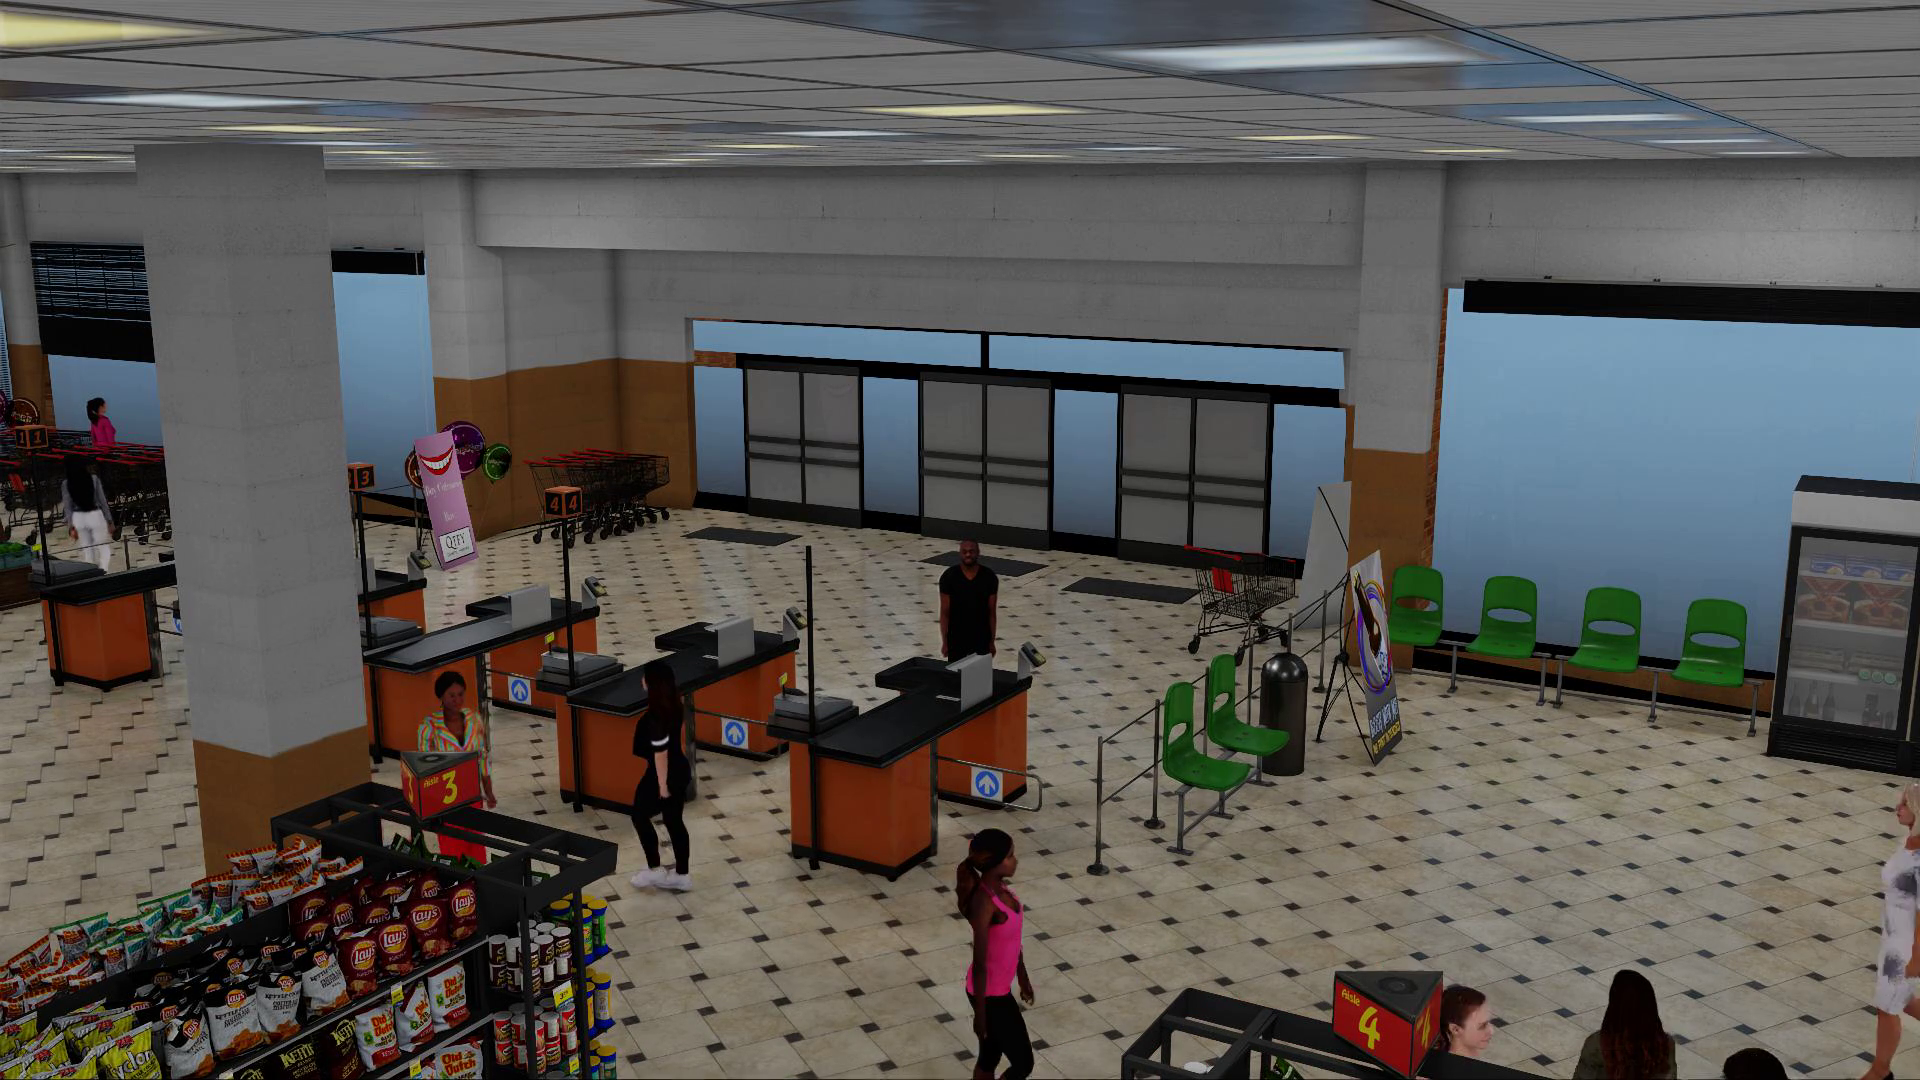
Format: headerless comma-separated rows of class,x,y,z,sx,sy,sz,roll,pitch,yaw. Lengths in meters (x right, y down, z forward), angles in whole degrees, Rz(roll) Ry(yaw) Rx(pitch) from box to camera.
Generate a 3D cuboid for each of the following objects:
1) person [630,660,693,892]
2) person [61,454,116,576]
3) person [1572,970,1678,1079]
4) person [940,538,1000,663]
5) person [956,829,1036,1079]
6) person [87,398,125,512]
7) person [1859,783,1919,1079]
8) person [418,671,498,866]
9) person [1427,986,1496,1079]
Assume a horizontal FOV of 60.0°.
person,-1.942,1.615,11.339,0.737,1.624,0.664,3,12,15
person,-10.235,-0.145,19.511,0.898,1.701,0.943,-4,13,-20
person,2.858,2.594,7.137,0.943,1.440,1.068,-1,12,-5
person,0.073,0.864,14.432,0.751,1.819,0.760,-1,12,-3
person,0.077,2.230,8.200,0.720,1.713,0.660,2,12,9
person,-12.819,-1.279,24.904,0.578,1.698,0.538,7,14,28
person,5.039,2.113,8.699,0.775,1.737,0.877,3,12,13
person,-3.277,1.679,10.663,0.742,1.777,0.766,11,16,41
person,1.898,2.562,6.564,0.666,1.738,0.749,8,14,34
